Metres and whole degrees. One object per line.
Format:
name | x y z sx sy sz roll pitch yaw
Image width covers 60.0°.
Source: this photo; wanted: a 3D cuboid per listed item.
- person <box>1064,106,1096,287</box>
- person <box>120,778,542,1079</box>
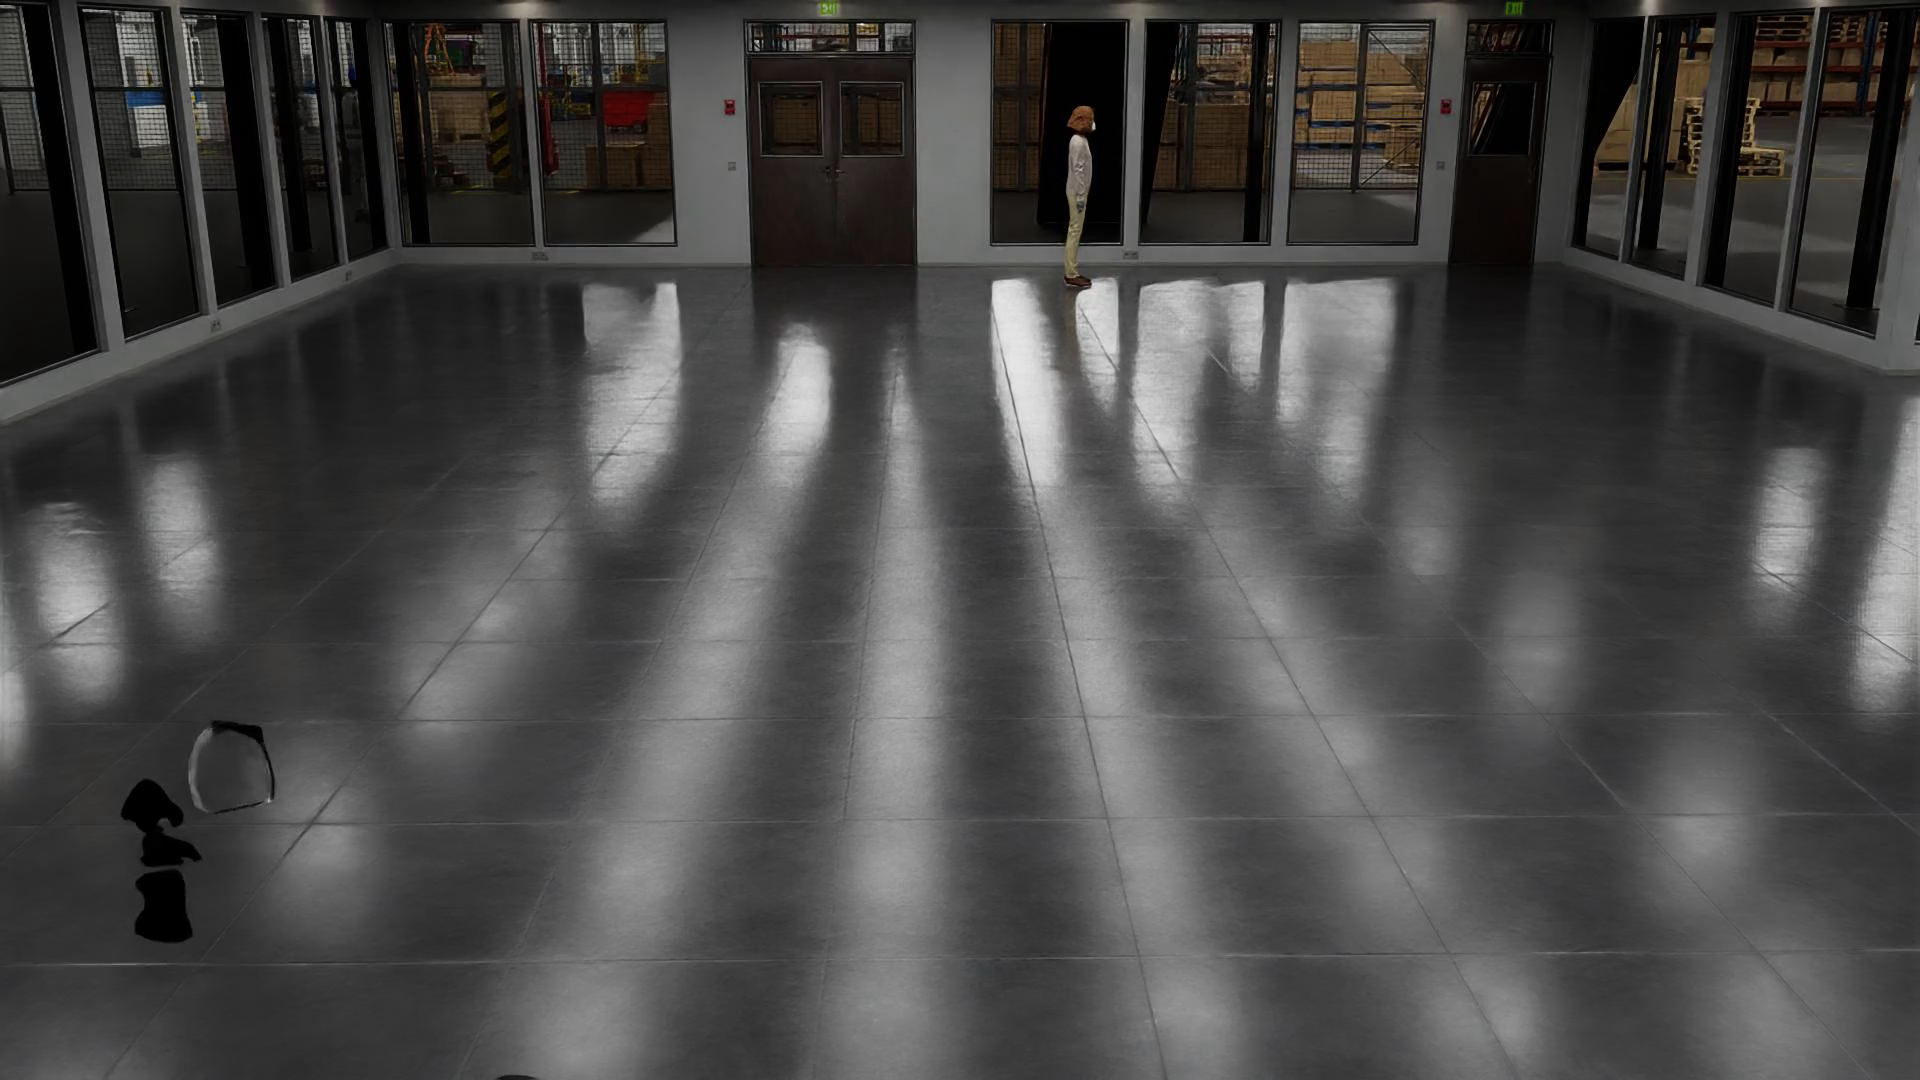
person | 1.109 -3.175 15.382 0.266 1.631 0.507 1 16 4
person | -0.457 0.906 1.094 0.539 1.869 0.313 -8 18 -26
